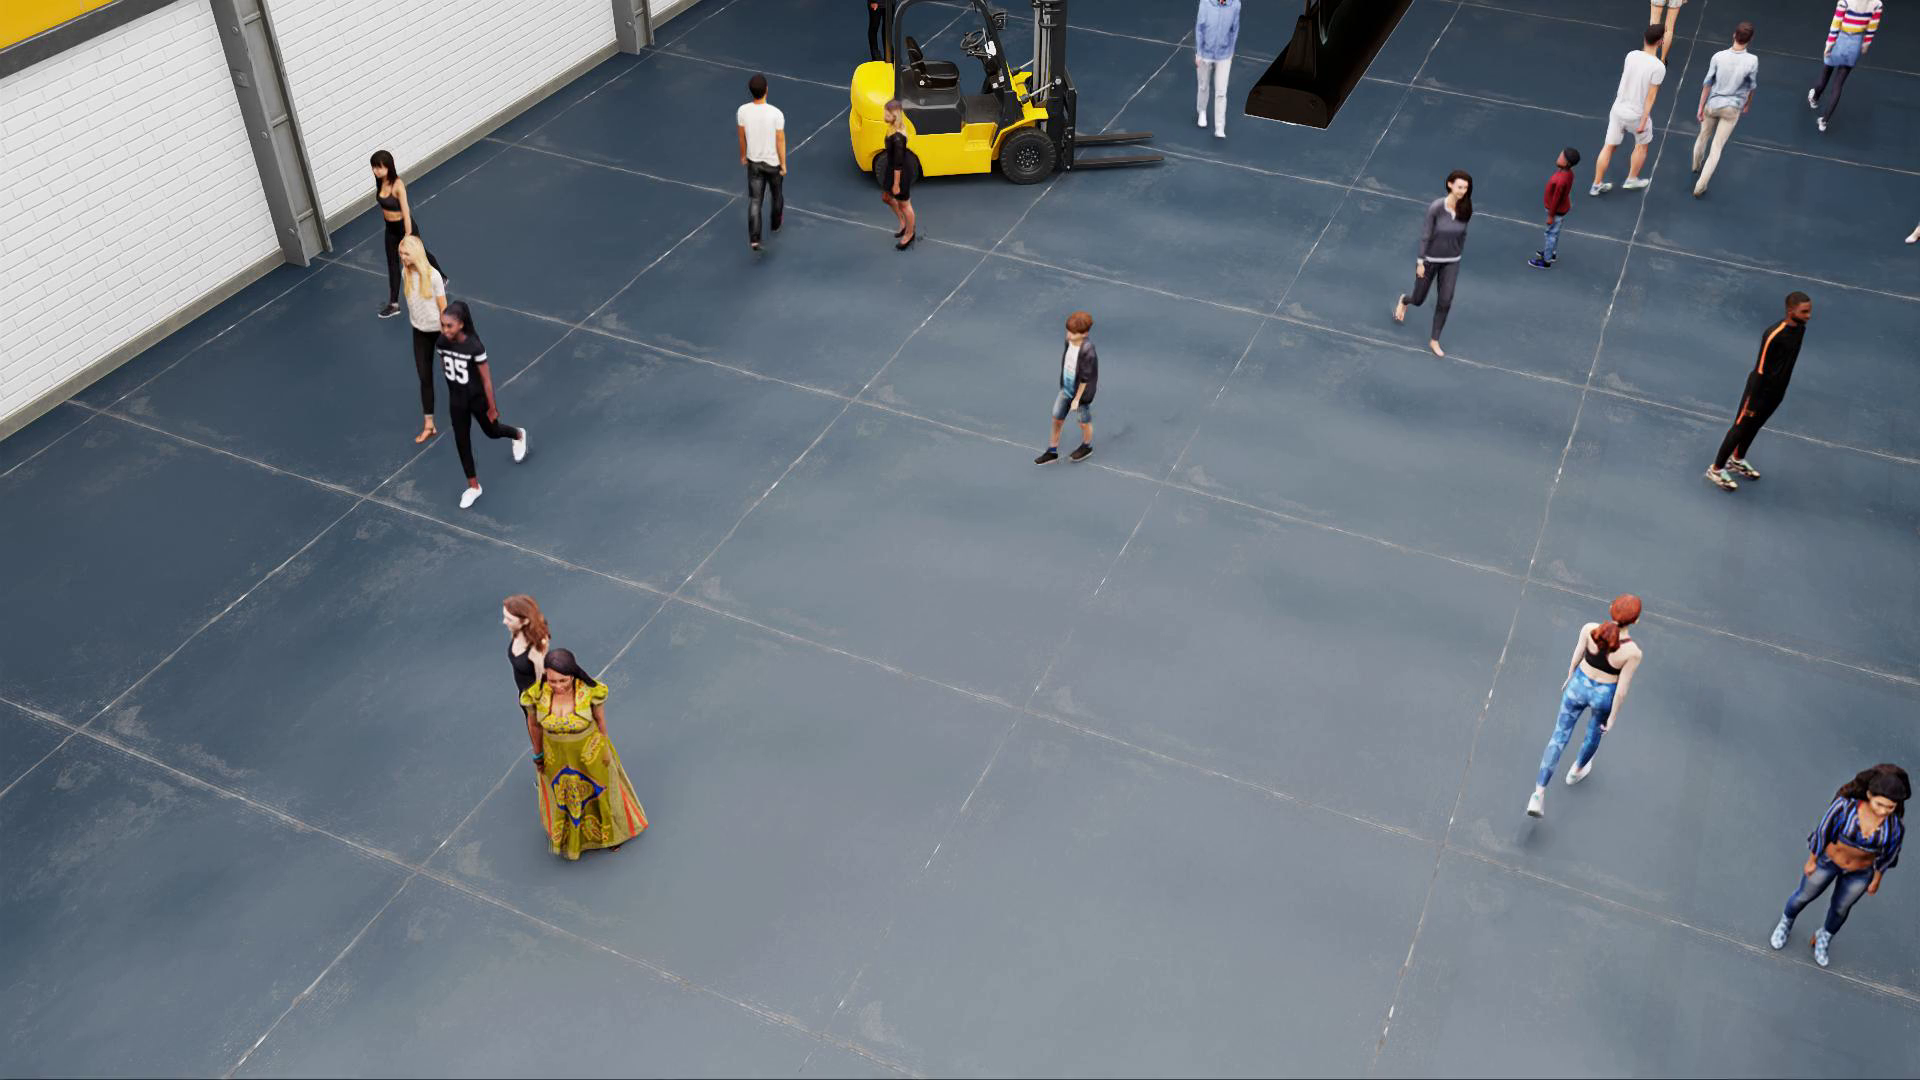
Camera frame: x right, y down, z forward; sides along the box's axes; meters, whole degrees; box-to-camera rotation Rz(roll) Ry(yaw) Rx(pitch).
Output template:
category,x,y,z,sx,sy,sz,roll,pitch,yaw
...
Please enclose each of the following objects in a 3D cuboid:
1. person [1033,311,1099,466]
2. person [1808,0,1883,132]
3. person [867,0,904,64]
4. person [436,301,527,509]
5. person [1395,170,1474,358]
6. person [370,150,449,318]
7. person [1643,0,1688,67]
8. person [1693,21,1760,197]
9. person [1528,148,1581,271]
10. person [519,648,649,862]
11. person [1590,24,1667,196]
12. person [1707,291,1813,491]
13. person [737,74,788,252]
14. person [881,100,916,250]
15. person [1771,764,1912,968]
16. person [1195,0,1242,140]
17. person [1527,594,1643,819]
category,x,y,z,sx,sy,sz,roll,pitch,yaw
person,1.026,-1.270,13.844,0.882,1.430,0.738,-27,46,-30
person,10.073,-5.528,18.910,0.788,1.762,1.125,9,40,11
person,-0.967,-6.688,20.347,0.764,1.781,0.652,32,48,34
person,-3.905,-1.167,13.501,0.705,1.698,1.167,11,40,14
person,4.348,-2.592,15.244,0.942,1.749,1.090,-6,39,-7
person,-5.244,-2.962,15.826,0.648,1.602,1.116,21,43,24
person,8.665,-6.691,20.300,0.611,1.846,0.525,15,41,18
person,8.075,-4.525,17.623,0.752,1.802,1.093,21,43,24
person,5.954,-3.304,16.533,0.568,1.253,0.437,19,43,23
person,-2.429,1.305,10.445,0.983,1.659,1.000,-6,39,-7
person,7.020,-4.491,17.567,1.041,1.819,0.926,-20,43,-24
person,6.523,-1.235,13.501,0.657,1.804,0.758,-21,43,-25
person,-2.001,-3.751,16.683,0.894,1.775,1.212,3,39,4
person,-0.572,-3.654,16.648,0.751,1.657,0.684,-4,39,-6
person,5.163,1.898,9.729,0.620,1.617,0.547,17,42,21
person,2.866,-5.541,18.855,0.919,1.851,1.198,2,39,3
person,3.990,1.079,10.647,0.757,1.760,1.169,26,46,29
